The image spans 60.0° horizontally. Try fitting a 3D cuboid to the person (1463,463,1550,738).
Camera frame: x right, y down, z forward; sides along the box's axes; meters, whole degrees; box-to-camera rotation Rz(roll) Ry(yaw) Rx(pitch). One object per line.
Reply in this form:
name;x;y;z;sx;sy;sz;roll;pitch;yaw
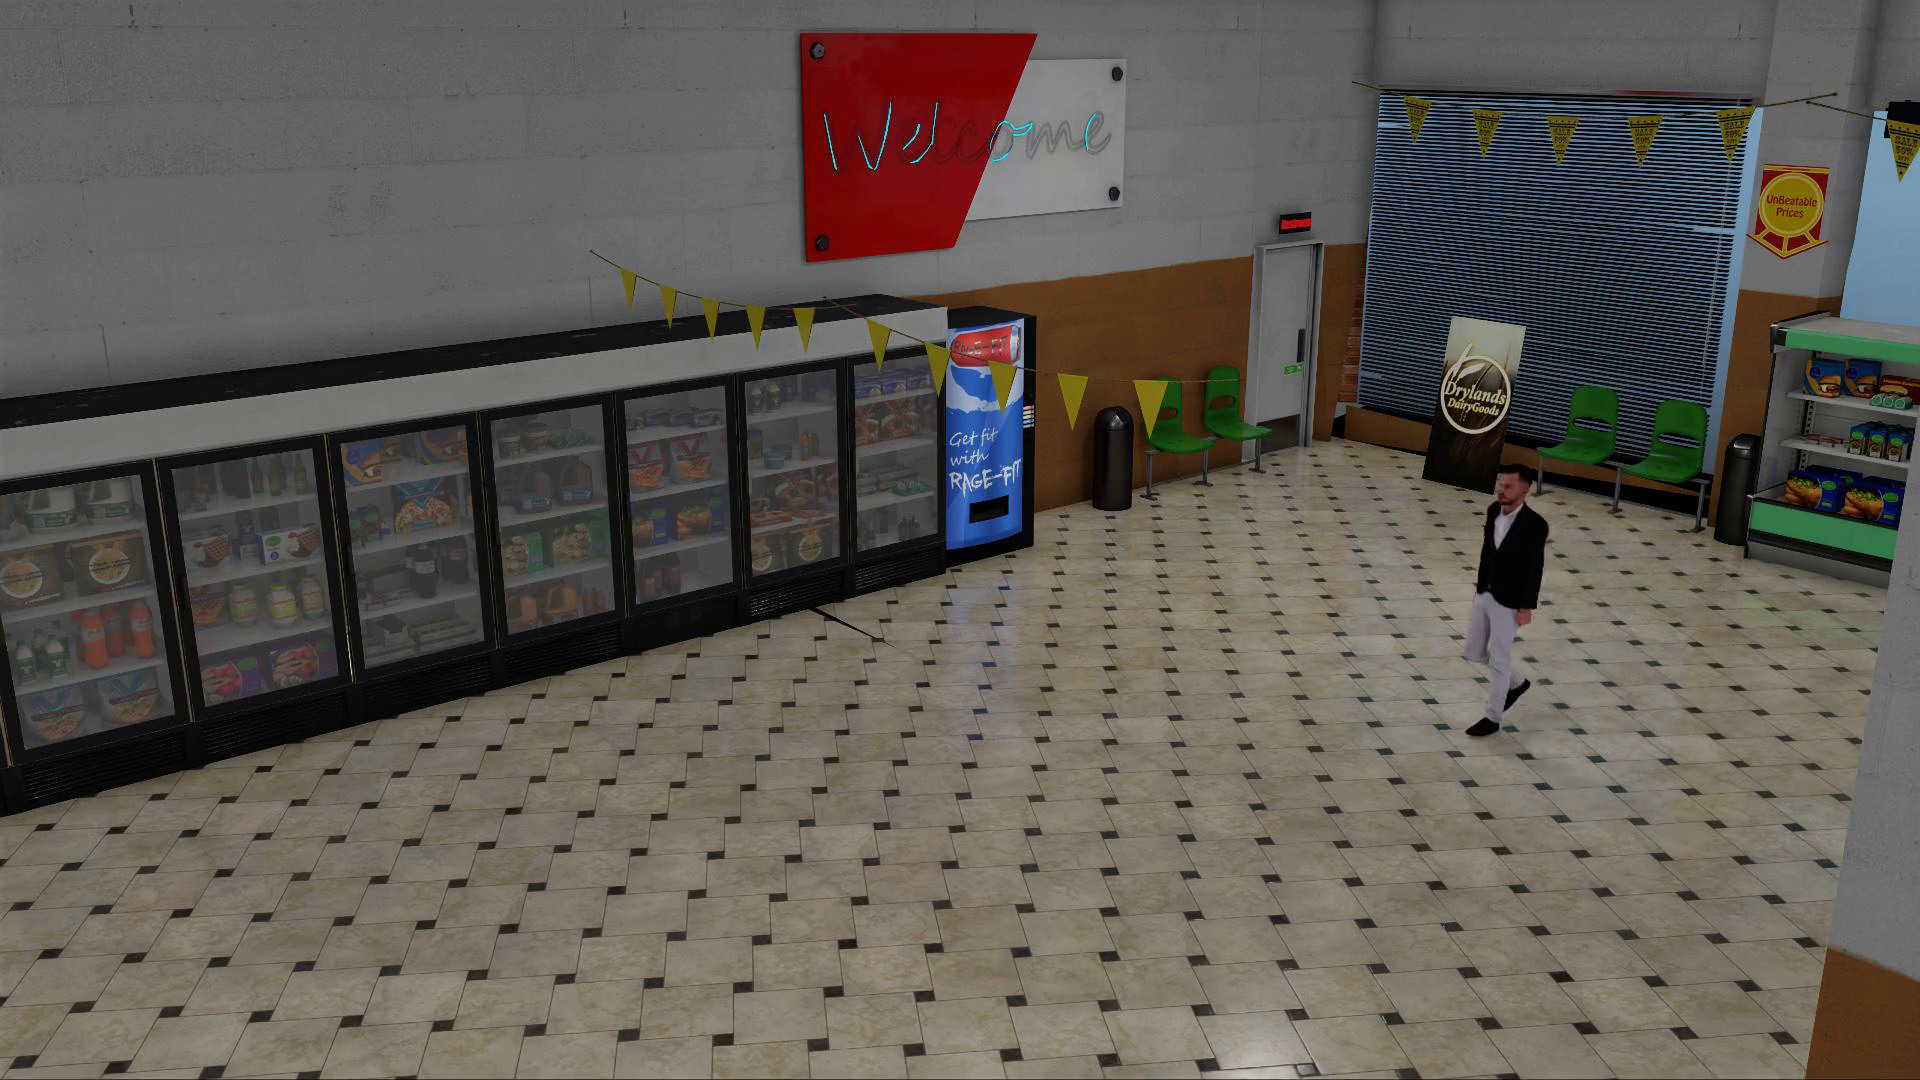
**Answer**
person;3.602;0.379;10.806;0.864;1.835;0.832;-7;18;-22
